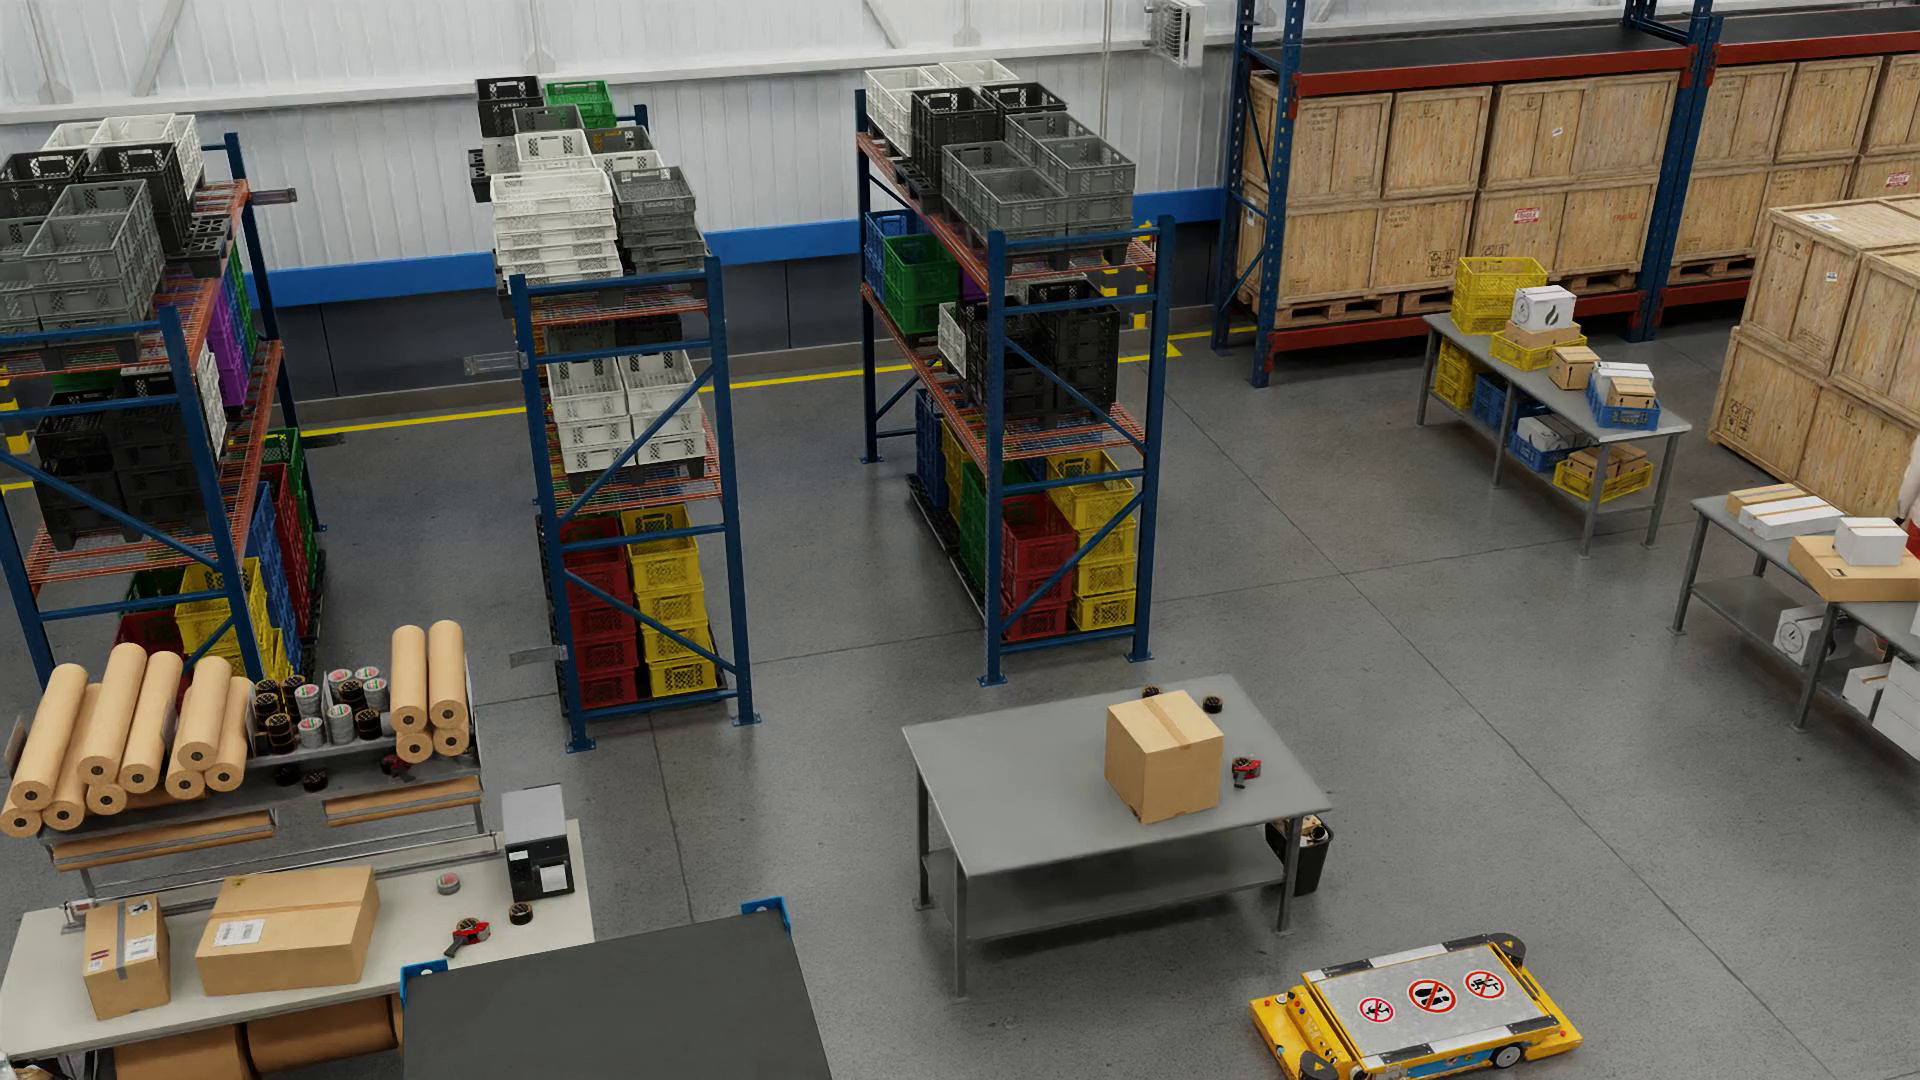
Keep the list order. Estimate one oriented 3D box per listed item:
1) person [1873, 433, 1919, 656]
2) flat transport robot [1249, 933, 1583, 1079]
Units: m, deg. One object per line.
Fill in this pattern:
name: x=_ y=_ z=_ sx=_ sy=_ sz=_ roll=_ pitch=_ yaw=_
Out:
person: x=6.285 y=-0.118 z=10.586 sx=0.608 sy=1.995 sz=0.379 roll=18 pitch=34 yaw=30
flat transport robot: x=2.184 y=2.282 z=7.980 sx=1.431 sy=0.197 sz=0.652 roll=-8 pitch=30 yaw=-14
